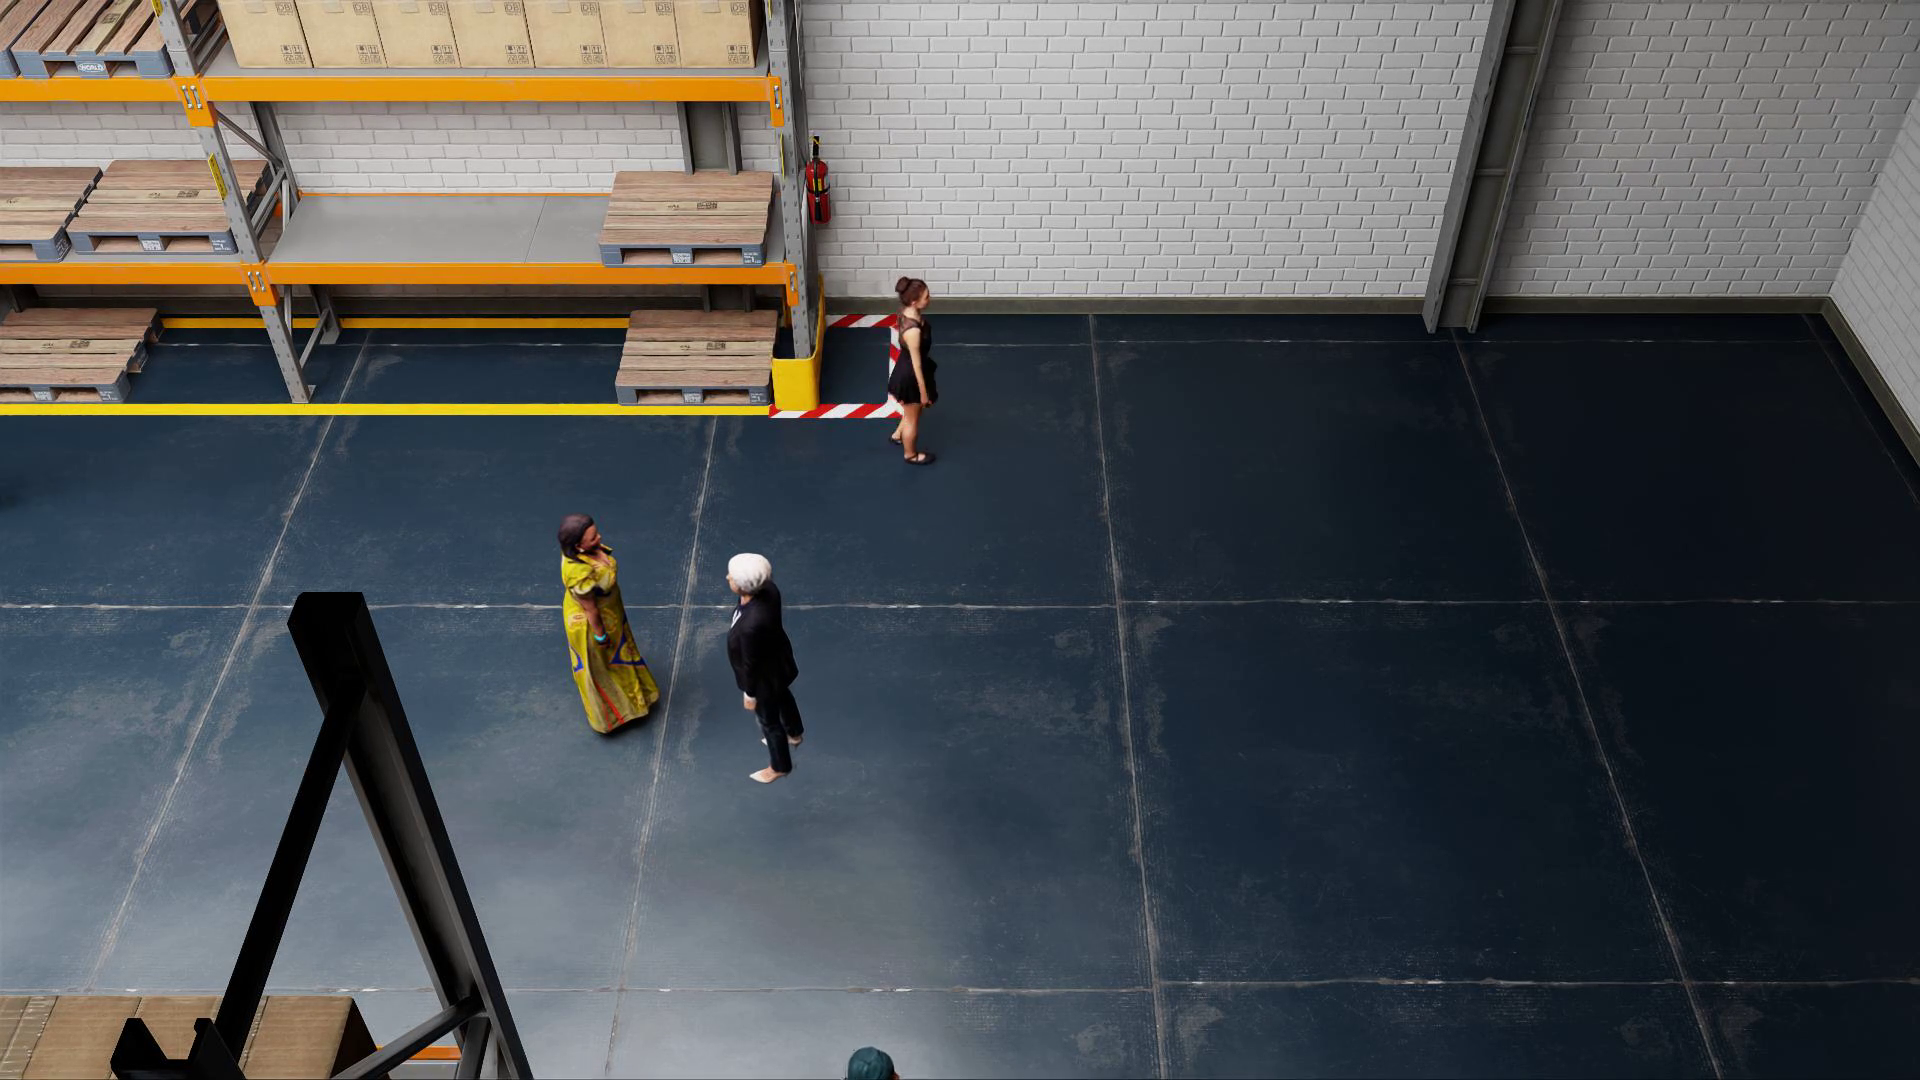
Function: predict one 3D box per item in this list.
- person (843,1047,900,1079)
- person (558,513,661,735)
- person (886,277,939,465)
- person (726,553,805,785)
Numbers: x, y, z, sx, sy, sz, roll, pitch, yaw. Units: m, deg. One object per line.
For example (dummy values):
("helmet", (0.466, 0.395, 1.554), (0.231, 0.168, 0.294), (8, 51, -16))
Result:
("person", (-0.393, 2.860, 7.677), (0.612, 1.820, 0.679), (-3, 44, -3))
("person", (-2.259, 0.472, 10.299), (0.868, 1.660, 0.923), (-9, 44, -9))
("person", (-0.415, -1.199, 12.046), (0.620, 1.670, 0.604), (-4, 44, -4))
("person", (-1.073, 0.675, 9.213), (0.612, 1.777, 0.729), (4, 44, 4))
